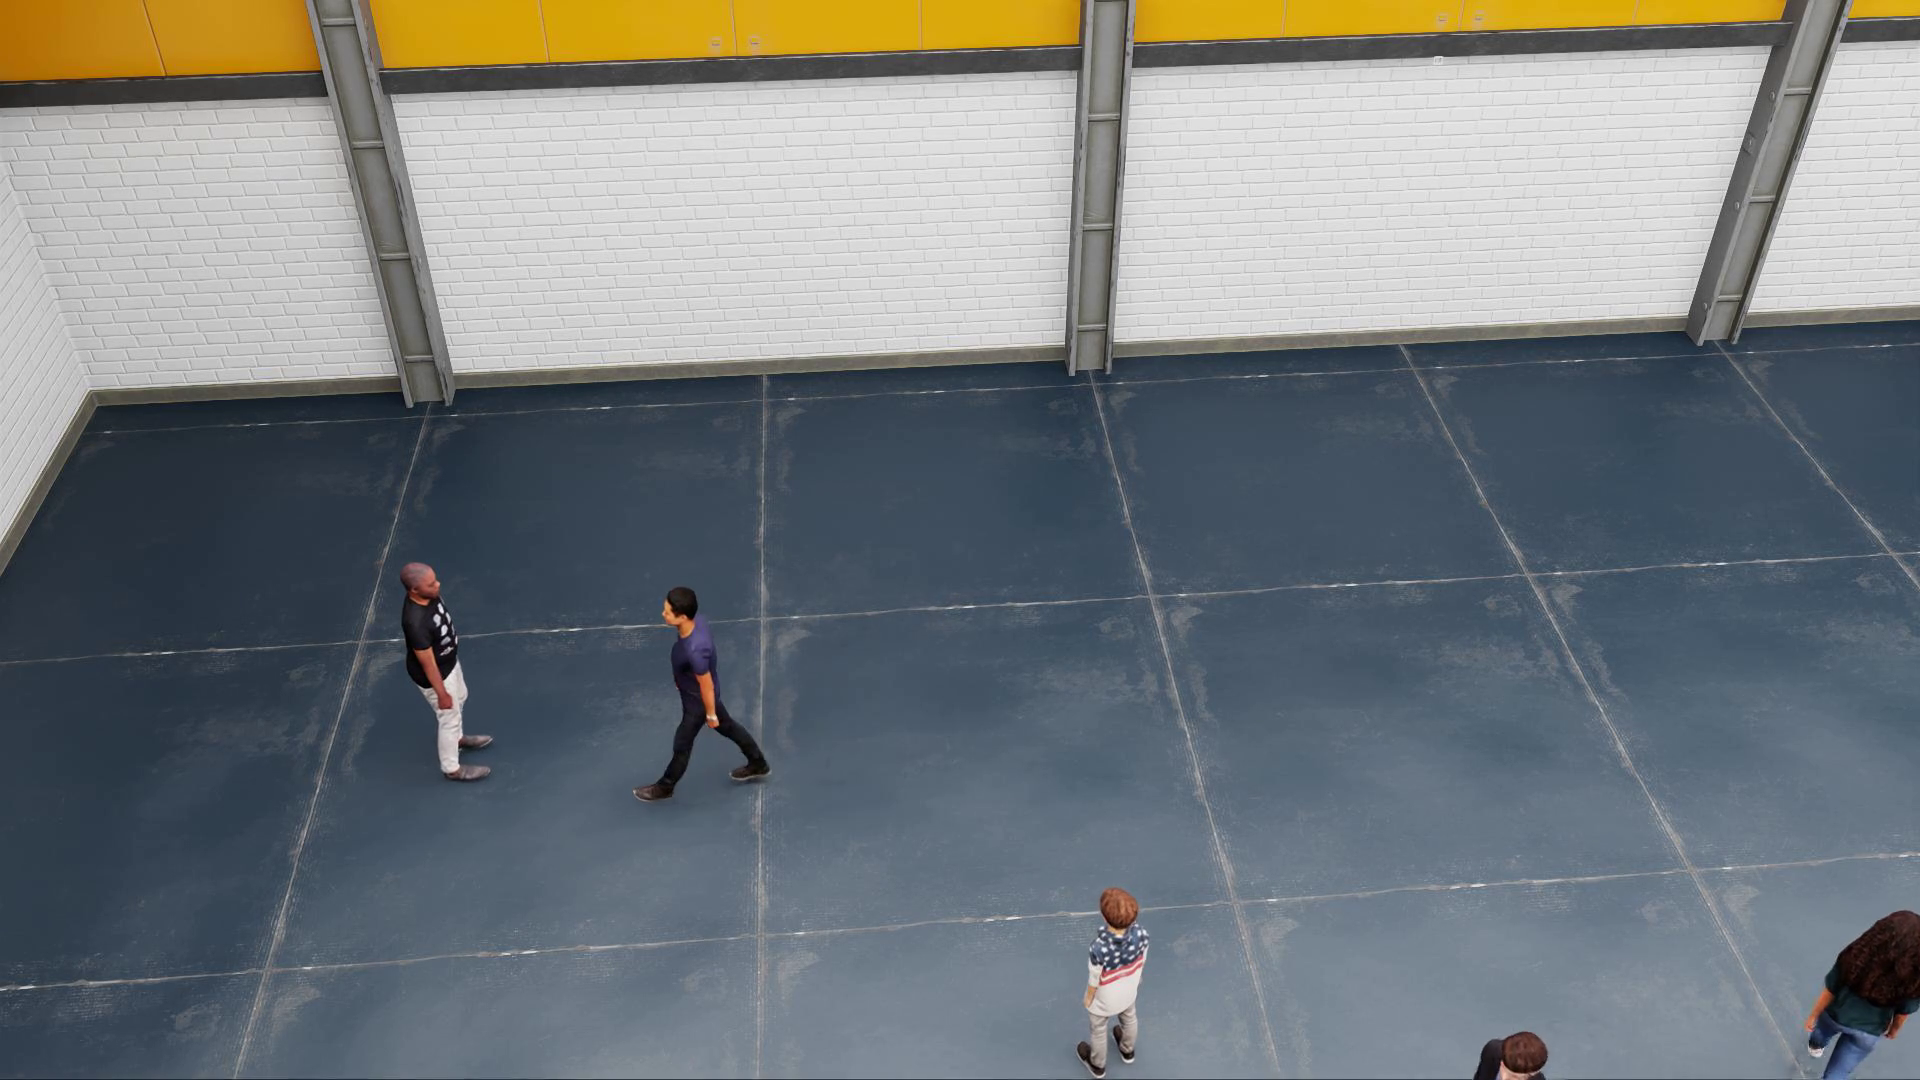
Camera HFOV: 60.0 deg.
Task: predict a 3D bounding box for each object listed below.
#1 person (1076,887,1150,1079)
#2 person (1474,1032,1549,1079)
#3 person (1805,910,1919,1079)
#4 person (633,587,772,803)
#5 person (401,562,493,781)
[{"bbox_3d":[0.853,2.448,9.219,0.508,1.440,0.635,-18,42,-21],"label":"person"},{"bbox_3d":[2.737,2.976,8.223,1.034,1.858,0.881,-16,41,-19],"label":"person"},{"bbox_3d":[4.751,2.628,8.879,1.051,1.583,1.062,23,44,26],"label":"person"},{"bbox_3d":[-1.597,1.005,10.785,1.188,1.740,0.775,-8,39,-10],"label":"person"},{"bbox_3d":[-3.444,0.852,10.932,0.596,1.797,0.668,-6,39,-8],"label":"person"}]
